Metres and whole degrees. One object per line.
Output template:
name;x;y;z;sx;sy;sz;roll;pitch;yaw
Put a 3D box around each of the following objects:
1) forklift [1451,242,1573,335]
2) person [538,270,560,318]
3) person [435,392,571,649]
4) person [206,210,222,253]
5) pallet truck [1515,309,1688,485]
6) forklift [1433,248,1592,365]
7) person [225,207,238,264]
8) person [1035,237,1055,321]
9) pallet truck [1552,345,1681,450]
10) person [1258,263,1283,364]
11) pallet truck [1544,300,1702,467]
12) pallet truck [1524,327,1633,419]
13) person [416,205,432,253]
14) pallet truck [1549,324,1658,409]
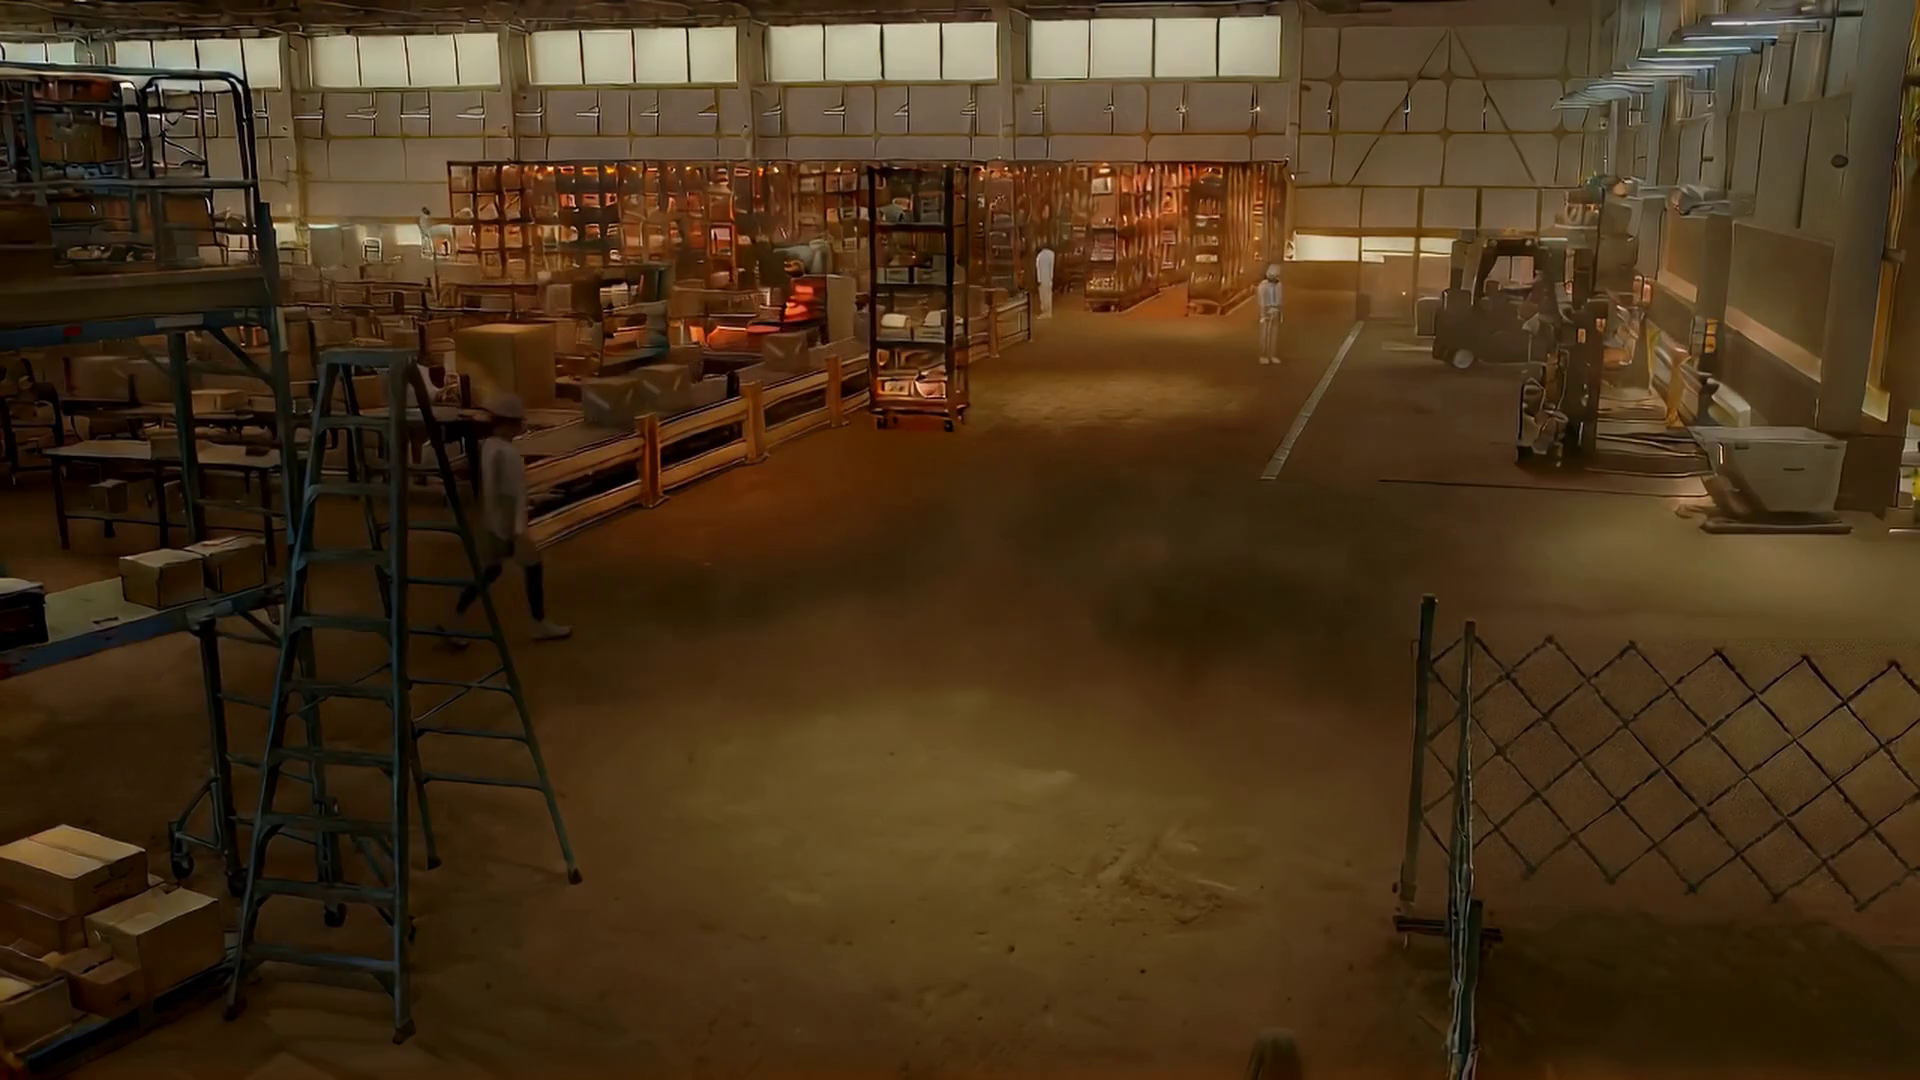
forklift;10.464;-4.597;31.405;2.680;1.987;1.157;4;14;16
person;-7.501;-4.022;30.158;0.895;1.732;0.532;-4;14;-16
person;-3.585;-0.135;12.805;1.008;2.004;0.617;-10;16;-37
person;-28.729;-11.751;63.539;0.880;1.718;0.552;3;13;14
pallet truck;7.554;-1.677;19.446;1.885;1.965;0.823;3;13;14
forklift;9.780;-4.111;29.280;2.680;1.987;1.157;3;13;14
person;-25.606;-10.711;58.506;0.401;1.987;0.608;2;13;9
person;1.927;-6.009;38.356;0.399;1.908;0.643;7;15;28
pallet truck;8.641;-1.896;21.908;1.630;1.274;0.653;4;14;16
person;5.711;-4.154;30.509;0.603;1.828;0.404;-10;16;-37
pallet truck;8.263;-1.952;20.631;1.885;1.965;0.823;5;14;20
pallet truck;9.065;-2.460;24.370;1.522;1.261;0.704;3;13;14
person;-20.972;-12.180;65.156;0.633;1.839;0.429;-9;16;-35
pallet truck;9.824;-2.669;25.407;1.601;1.201;0.680;4;14;16
